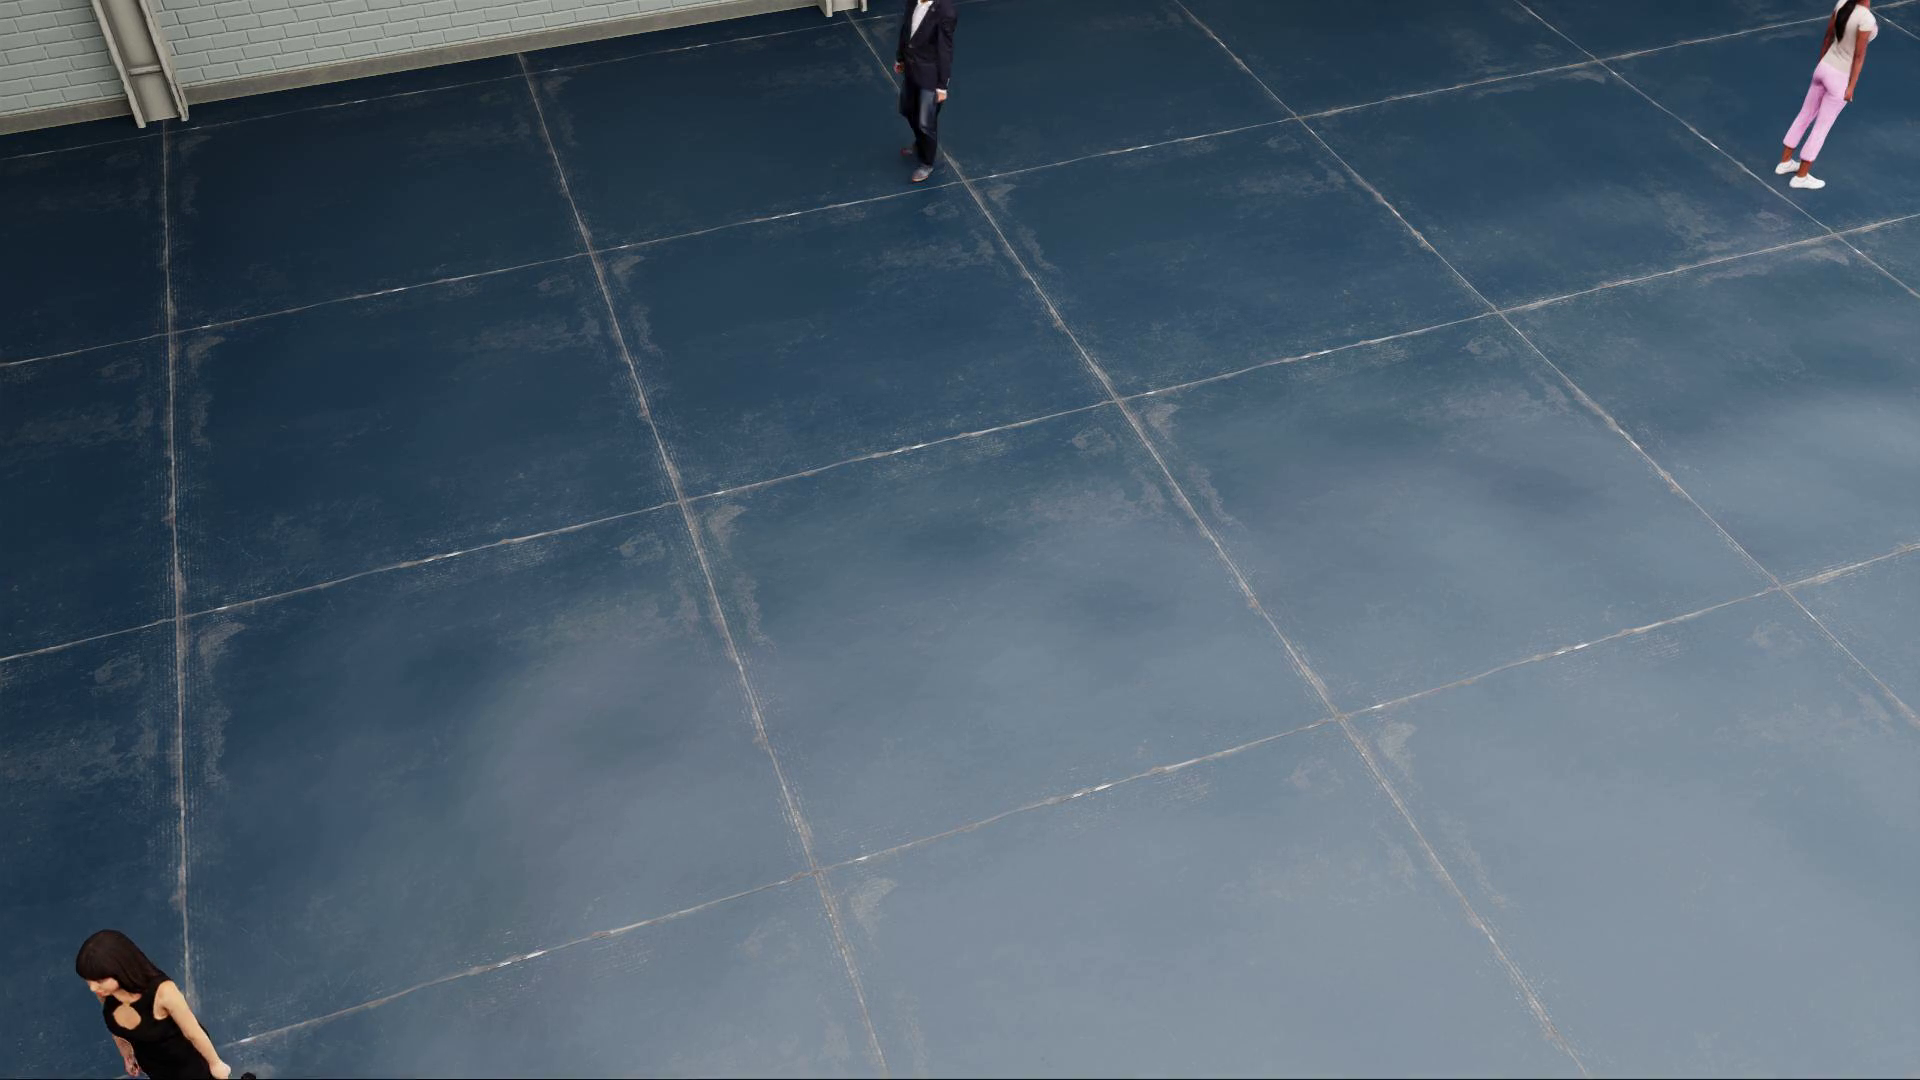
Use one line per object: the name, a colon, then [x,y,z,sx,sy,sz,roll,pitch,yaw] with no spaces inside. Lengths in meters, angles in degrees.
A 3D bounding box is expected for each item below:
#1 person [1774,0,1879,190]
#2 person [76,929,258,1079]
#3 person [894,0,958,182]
person: [6.687,-3.544,12.733,0.555,1.742,0.610,-7,44,-8]
person: [-3.168,2.048,6.822,0.743,1.635,0.800,9,44,10]
person: [-0.274,-3.631,12.787,0.797,1.796,0.872,-19,46,-19]
